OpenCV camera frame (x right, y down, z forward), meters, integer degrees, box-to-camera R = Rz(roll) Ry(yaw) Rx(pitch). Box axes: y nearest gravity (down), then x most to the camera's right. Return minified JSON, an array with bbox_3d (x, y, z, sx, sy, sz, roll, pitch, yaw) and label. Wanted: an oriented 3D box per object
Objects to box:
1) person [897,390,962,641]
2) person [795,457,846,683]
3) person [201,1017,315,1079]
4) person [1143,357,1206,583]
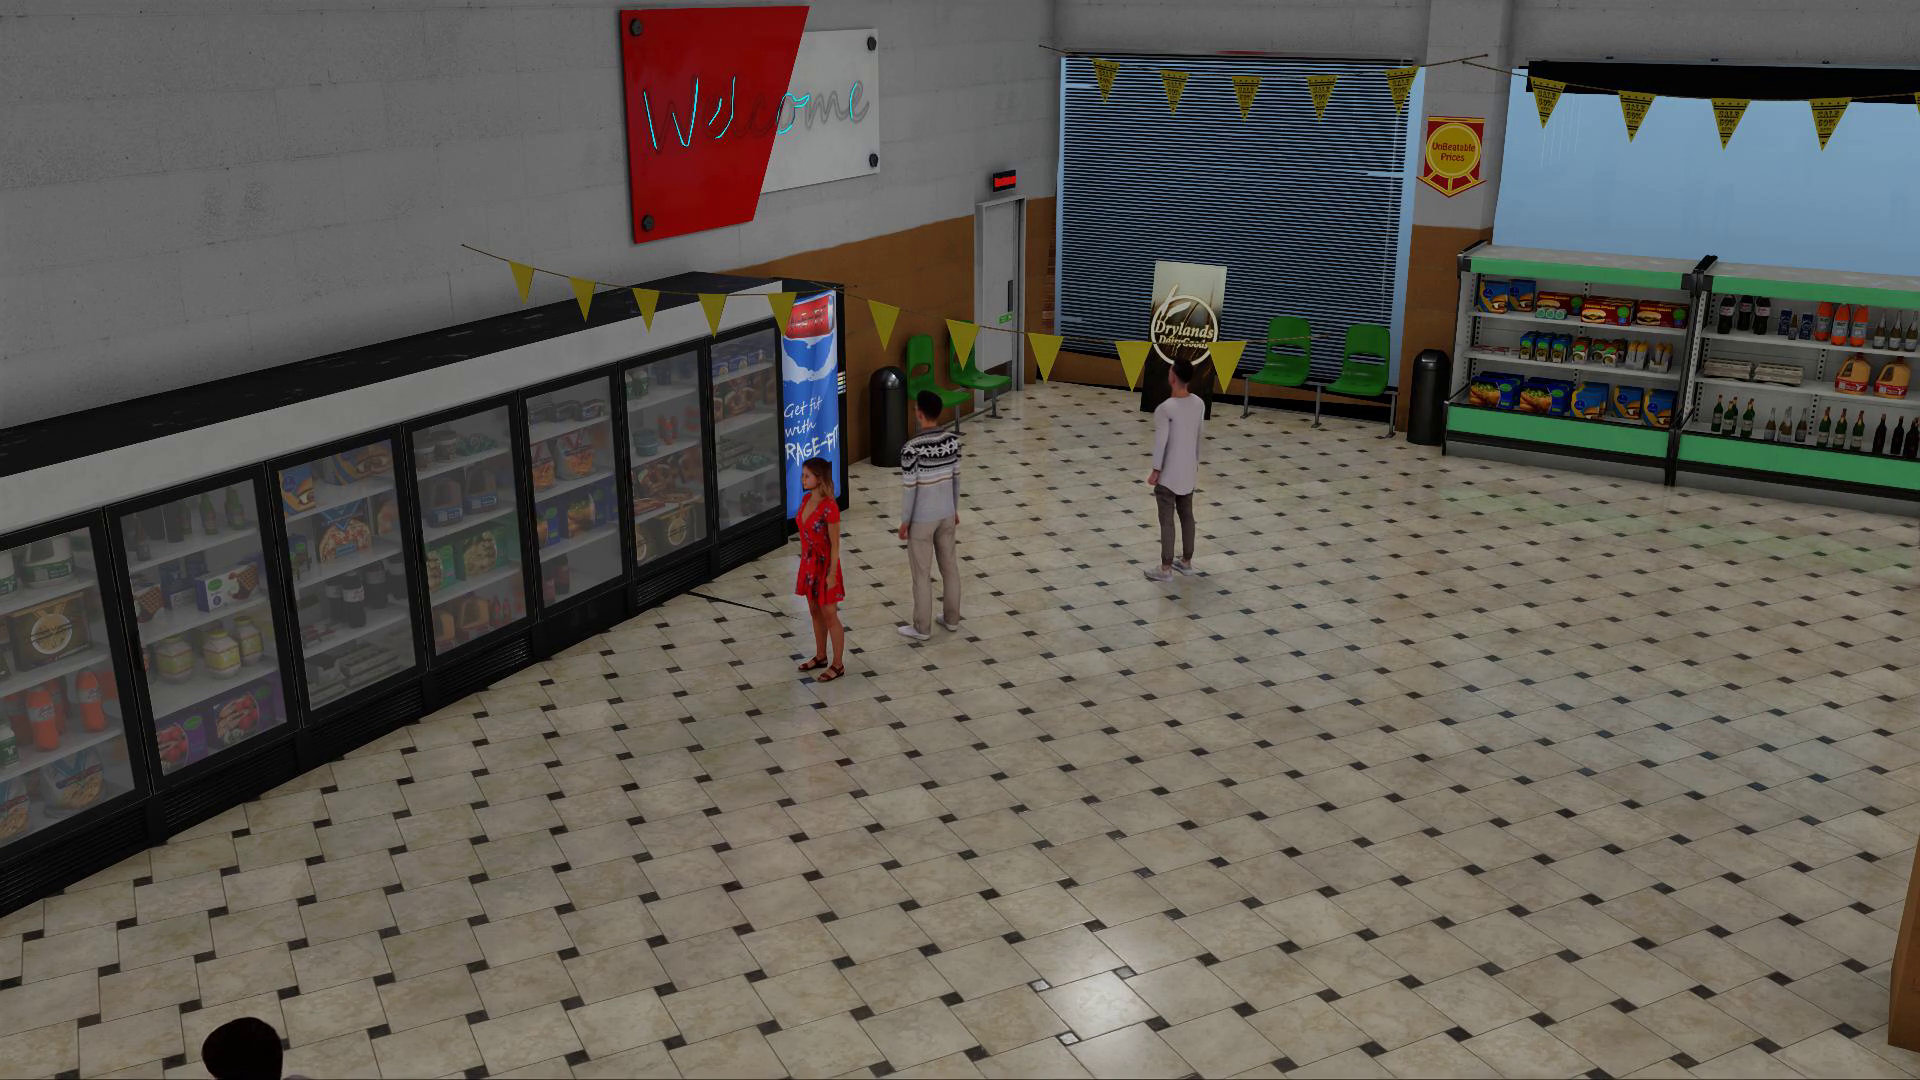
[{"bbox_3d":[-0.209,-0.185,12.212,0.753,1.861,0.705,-15,23,-37],"label":"person"},{"bbox_3d":[-0.957,0.194,11.508,0.707,1.592,0.598,-13,23,-35],"label":"person"},{"bbox_3d":[-2.021,2.248,5.052,0.718,1.826,0.726,-1,19,-2],"label":"person"},{"bbox_3d":[1.747,-0.575,13.411,0.744,1.835,0.708,-14,23,-35],"label":"person"}]
